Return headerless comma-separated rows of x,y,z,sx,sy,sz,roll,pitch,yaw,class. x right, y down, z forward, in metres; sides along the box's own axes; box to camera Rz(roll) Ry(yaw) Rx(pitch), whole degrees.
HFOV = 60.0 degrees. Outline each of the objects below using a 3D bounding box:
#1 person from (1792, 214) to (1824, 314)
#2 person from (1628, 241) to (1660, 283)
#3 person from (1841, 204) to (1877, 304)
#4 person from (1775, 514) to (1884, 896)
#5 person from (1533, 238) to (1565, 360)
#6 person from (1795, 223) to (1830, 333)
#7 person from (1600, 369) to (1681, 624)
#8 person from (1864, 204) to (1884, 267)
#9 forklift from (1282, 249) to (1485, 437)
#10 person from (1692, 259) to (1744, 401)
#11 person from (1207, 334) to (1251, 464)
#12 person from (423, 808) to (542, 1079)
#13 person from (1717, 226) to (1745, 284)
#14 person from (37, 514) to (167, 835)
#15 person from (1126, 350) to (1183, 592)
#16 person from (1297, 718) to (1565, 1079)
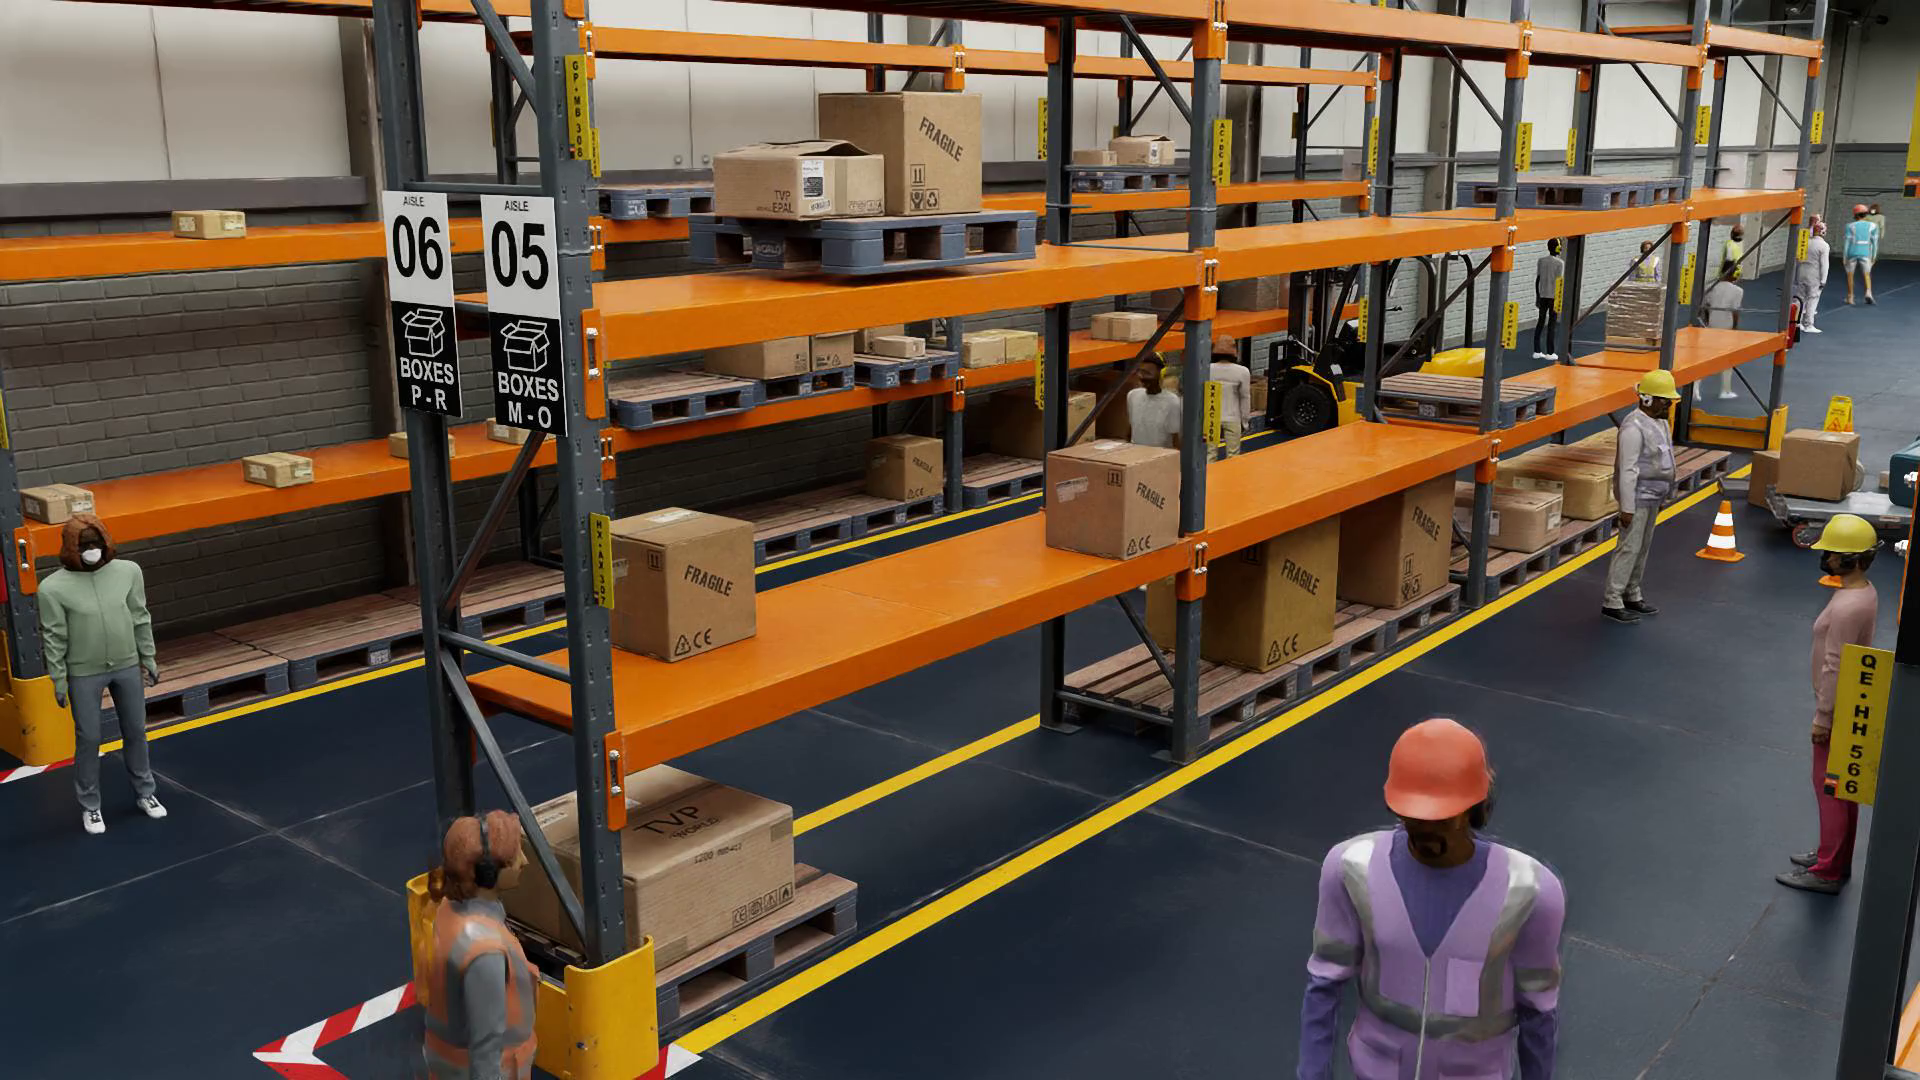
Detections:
16.294,-5.289,31.906,0.400,1.899,0.648,-3,14,-13,person
11.636,-4.277,28.333,0.509,1.631,0.310,1,14,3,person
18.149,-5.750,33.554,0.634,2.015,0.766,3,14,12,person
3.996,0.747,7.617,0.337,1.757,0.518,9,16,33,person
9.042,-3.696,25.471,0.322,1.871,0.531,-9,16,-32,person
14.856,-4.564,28.958,0.399,1.900,0.636,-4,14,-17,person
4.841,-0.308,11.792,0.403,1.820,0.594,11,18,39,person
23.358,-7.794,42.686,0.780,1.600,0.531,-10,17,-35,person
4.886,-2.214,18.767,2.313,2.155,1.214,11,18,38,forklift
9.824,-2.714,21.553,0.887,1.842,0.526,-10,17,-37,person
2.413,-1.072,15.273,0.497,1.633,0.287,4,14,16,person
-1.246,1.530,4.733,0.803,1.604,0.546,-7,15,-25,person
13.776,-4.735,29.847,0.507,1.805,0.656,11,17,37,person
-4.264,0.655,8.270,0.289,1.623,0.500,12,18,41,person
1.384,-0.494,12.465,0.565,1.850,0.603,11,18,38,person
1.165,1.434,4.267,0.630,2.017,0.698,7,15,26,person
